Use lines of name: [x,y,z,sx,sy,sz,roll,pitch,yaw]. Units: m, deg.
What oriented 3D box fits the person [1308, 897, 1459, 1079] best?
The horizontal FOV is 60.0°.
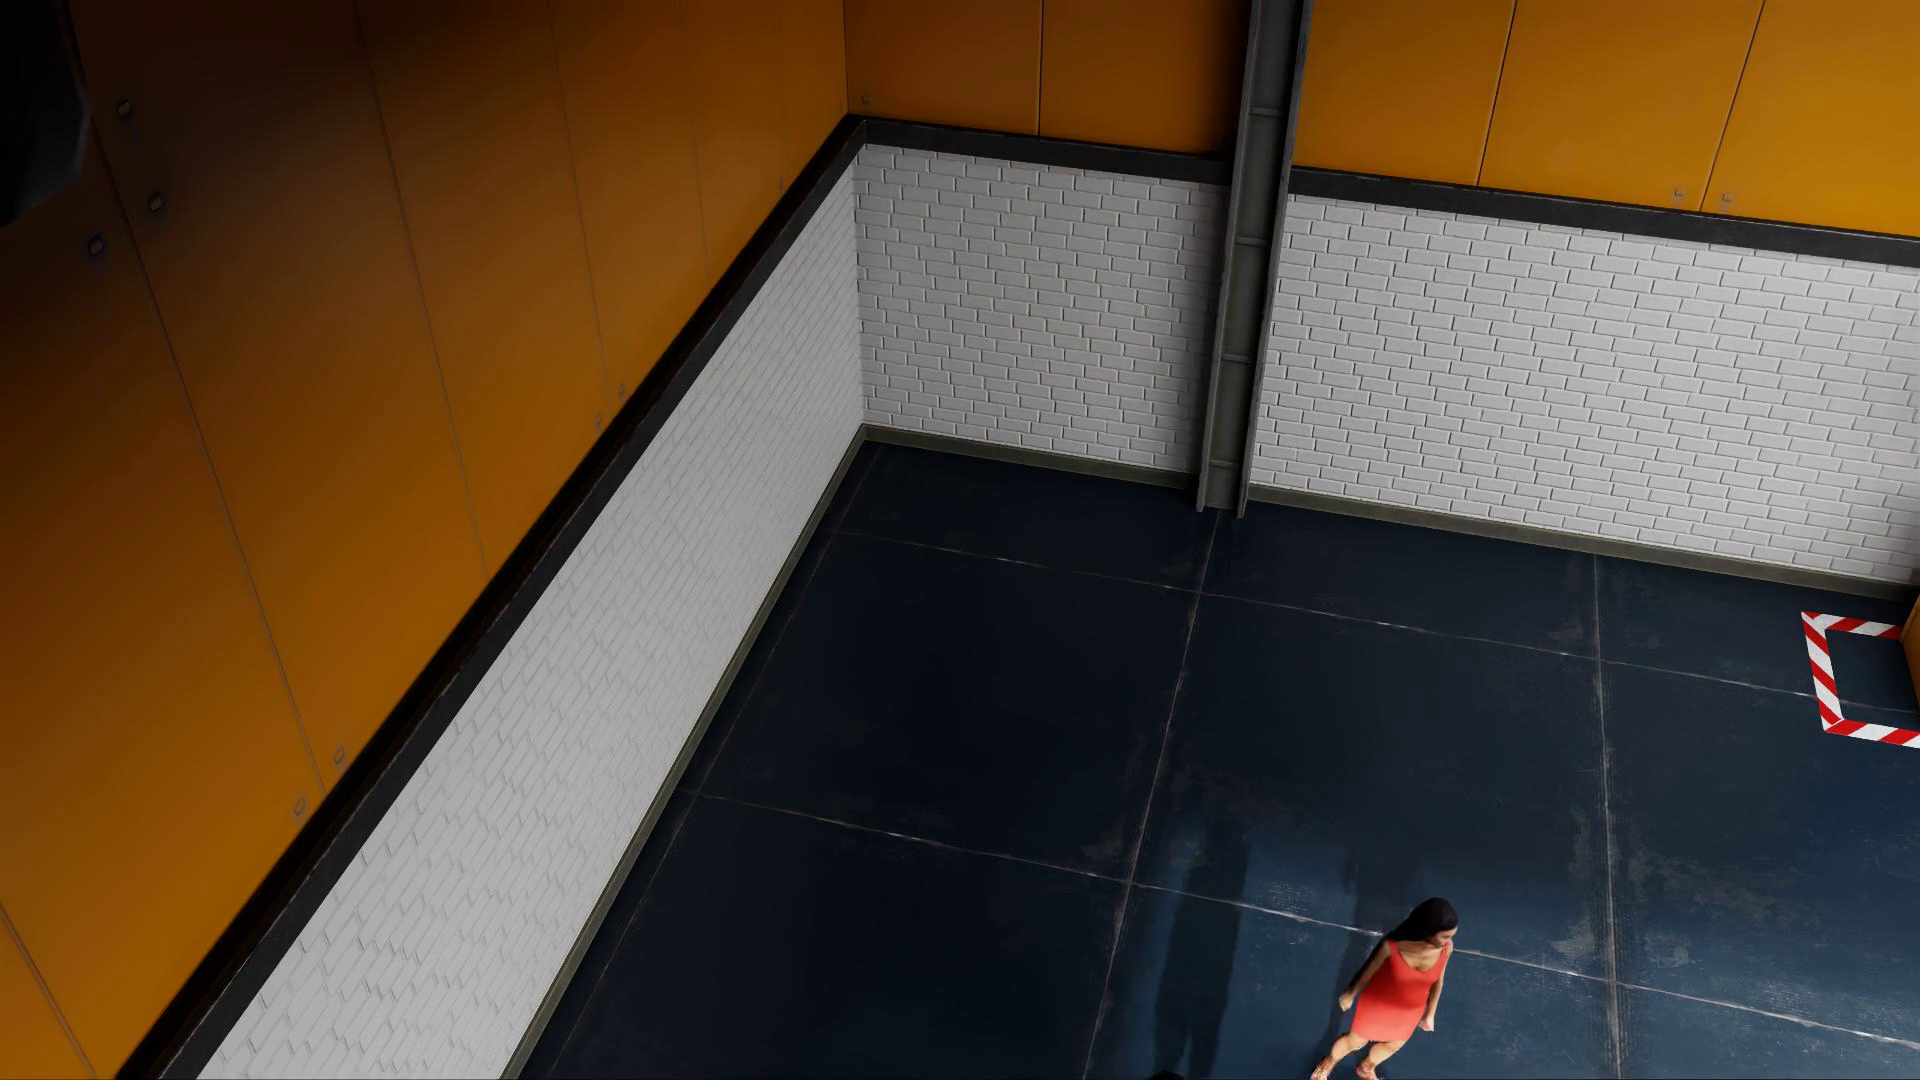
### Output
person: [2.310,2.490,9.068,0.694,1.685,0.888,4,39,6]
